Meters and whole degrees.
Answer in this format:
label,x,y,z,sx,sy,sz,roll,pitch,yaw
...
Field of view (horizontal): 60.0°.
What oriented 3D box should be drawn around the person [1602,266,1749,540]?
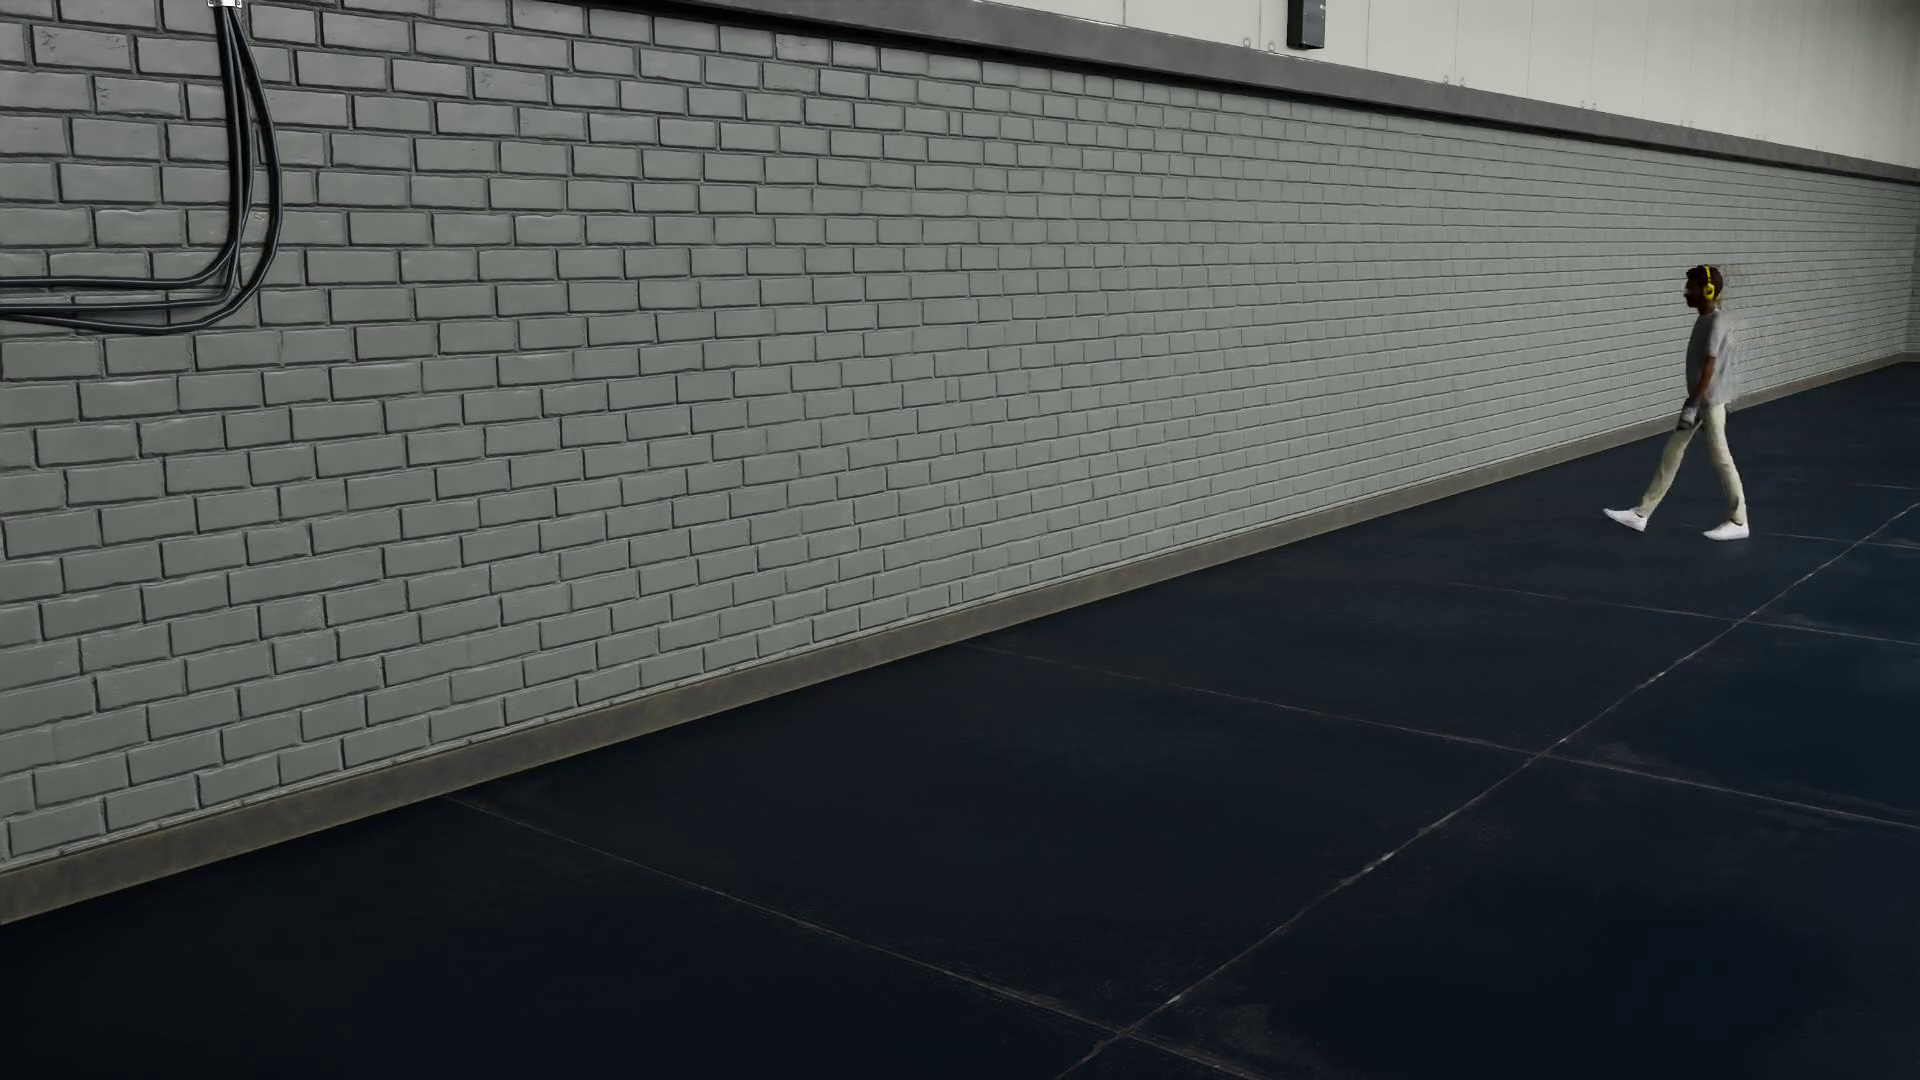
label,x,y,z,sx,sy,sz,roll,pitch,yaw
person,4.899,-0.910,11.151,0.965,1.819,0.540,1,10,8
